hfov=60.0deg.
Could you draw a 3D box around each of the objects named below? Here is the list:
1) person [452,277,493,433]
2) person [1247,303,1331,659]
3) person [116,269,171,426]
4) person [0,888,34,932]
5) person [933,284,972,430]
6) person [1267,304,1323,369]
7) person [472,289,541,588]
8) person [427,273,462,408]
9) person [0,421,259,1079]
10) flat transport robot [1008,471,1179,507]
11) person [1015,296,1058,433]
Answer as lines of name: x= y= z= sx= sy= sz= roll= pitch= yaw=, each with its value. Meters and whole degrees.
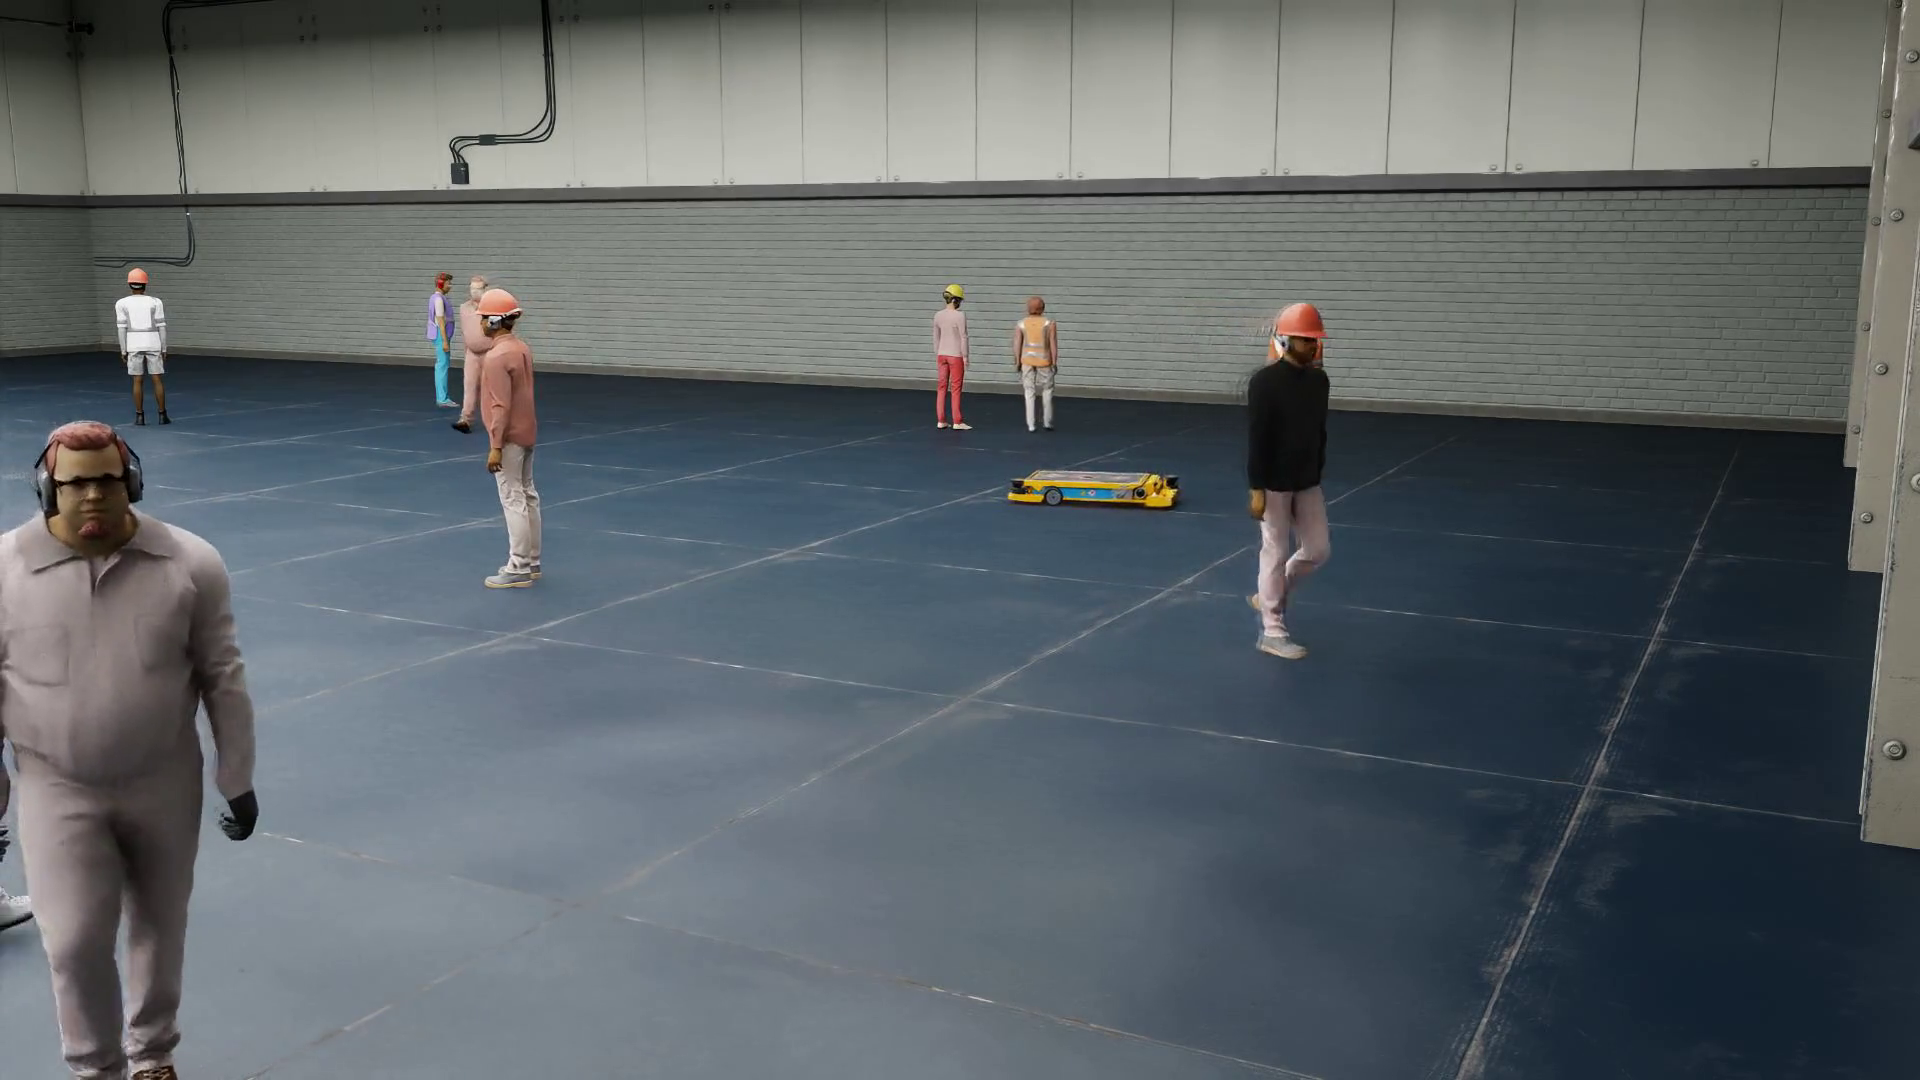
person: x=-5.708 y=-2.204 z=19.877 sx=0.664 sy=1.849 sz=1.026 roll=2 pitch=11 yaw=13
person: x=1.821 y=-0.328 z=9.301 sx=0.631 sy=1.982 sz=0.485 roll=-7 pitch=12 yaw=-32
person: x=-10.124 y=-2.384 z=20.622 sx=0.543 sy=1.939 sz=0.360 roll=-5 pitch=11 yaw=-24
person: x=-3.527 y=0.580 z=5.393 sx=0.850 sy=1.589 sz=0.525 roll=-8 pitch=13 yaw=-37
person: x=-0.088 y=-2.207 z=20.152 sx=0.523 sy=1.760 sz=0.329 roll=9 pitch=14 yaw=41
person: x=3.221 y=-1.425 z=16.043 sx=0.536 sy=1.699 sz=0.321 roll=3 pitch=11 yaw=15
person: x=-3.034 y=-0.676 z=11.153 sx=0.388 sy=1.996 sz=0.612 roll=1 pitch=10 yaw=5
person: x=-7.105 y=-2.734 z=22.805 sx=0.390 sy=1.838 sz=0.563 roll=-4 pitch=11 yaw=-21
person: x=-2.142 y=0.642 z=4.243 sx=0.679 sy=1.885 sz=0.618 roll=-7 pitch=12 yaw=-33
flat transport robot: x=1.190 y=-0.465 z=14.707 sx=1.431 sy=0.197 sz=0.652 roll=2 pitch=11 yaw=12
person: x=0.934 y=-2.110 z=19.952 sx=0.546 sy=1.621 sz=0.562 roll=3 pitch=11 yaw=16
